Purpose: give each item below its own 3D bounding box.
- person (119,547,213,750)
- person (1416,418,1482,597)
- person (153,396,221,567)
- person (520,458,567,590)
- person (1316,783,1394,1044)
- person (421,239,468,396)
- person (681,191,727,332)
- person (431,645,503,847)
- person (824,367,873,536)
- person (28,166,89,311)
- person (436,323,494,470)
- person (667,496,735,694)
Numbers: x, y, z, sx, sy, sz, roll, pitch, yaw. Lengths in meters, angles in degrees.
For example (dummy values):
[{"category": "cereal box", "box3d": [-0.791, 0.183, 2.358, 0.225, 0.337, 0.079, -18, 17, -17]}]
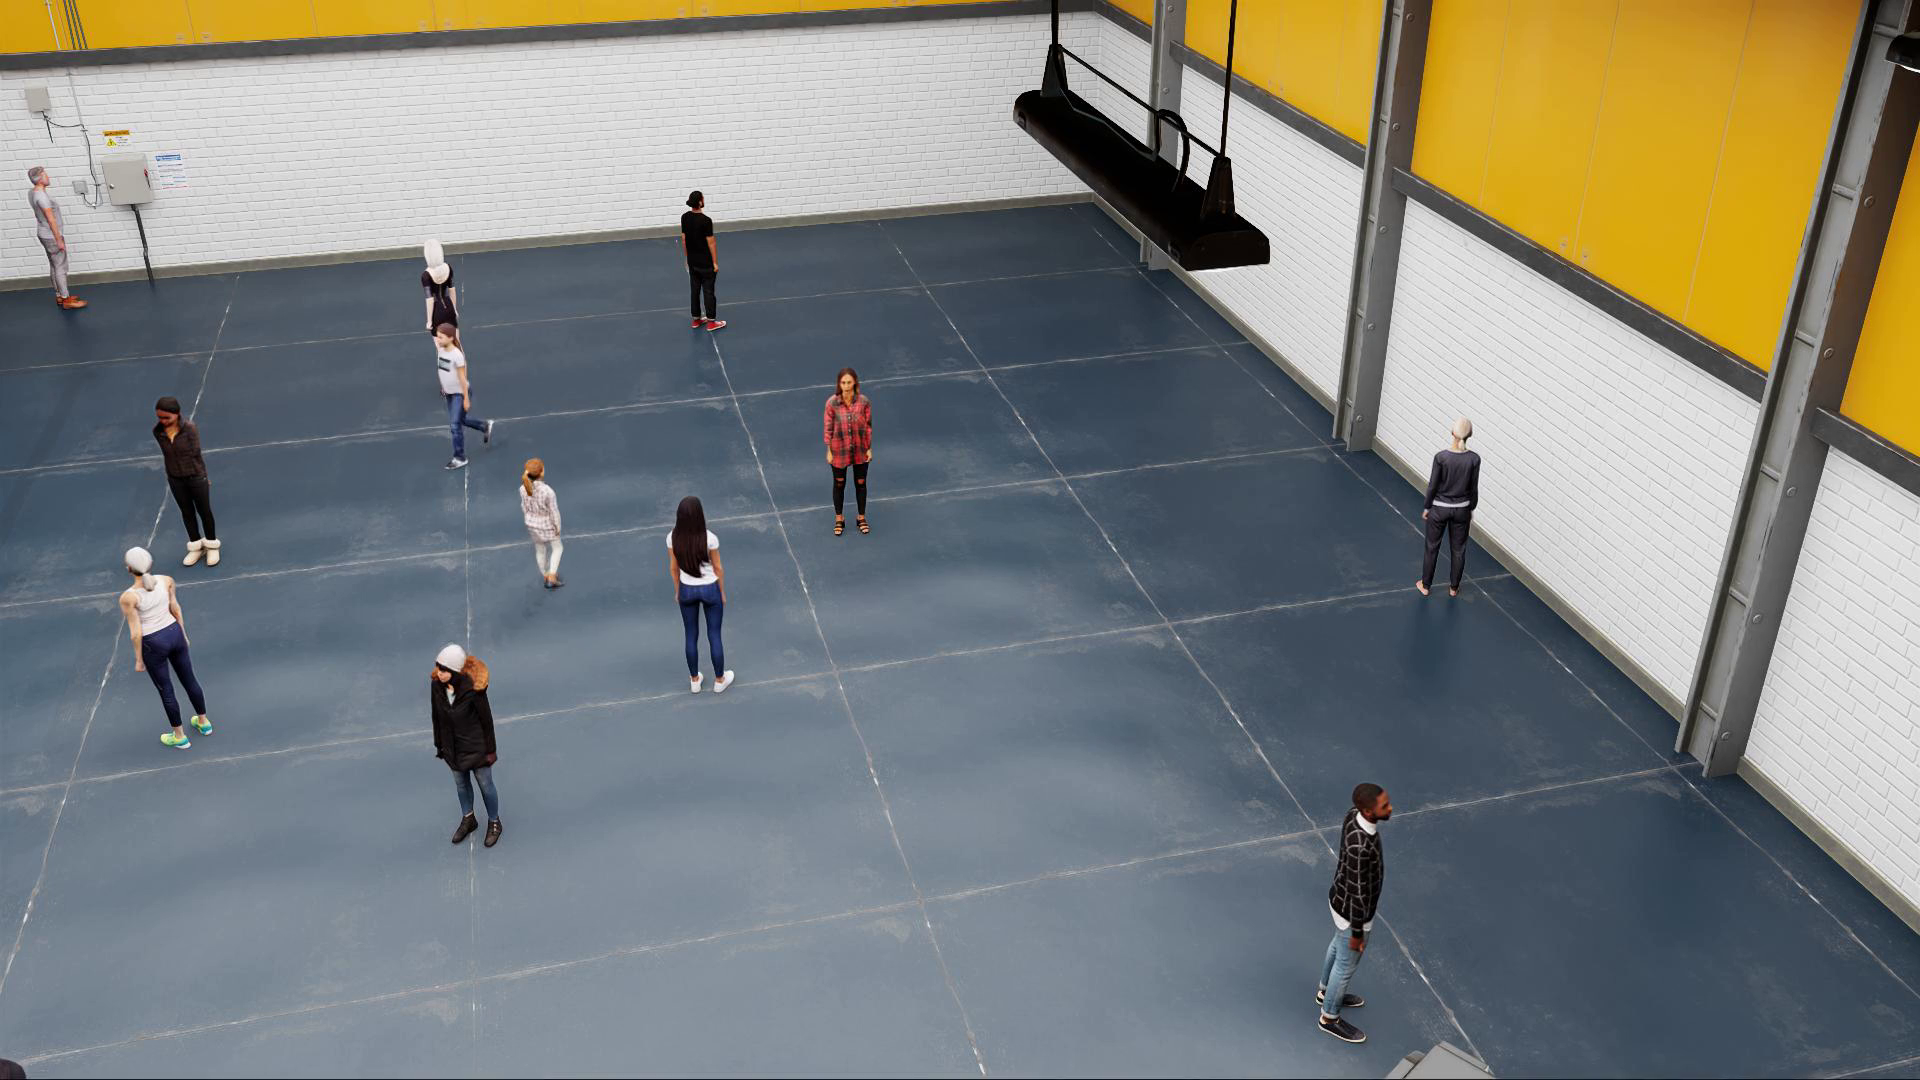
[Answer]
[{"category": "person", "box3d": [-6.144, 0.822, 12.820, 0.735, 1.701, 0.681, 17, 33, 28]}, {"category": "person", "box3d": [4.375, -0.300, 14.850, 0.681, 1.726, 0.642, 3, 29, 5]}, {"category": "person", "box3d": [-7.172, -0.587, 15.445, 0.650, 1.660, 0.603, -7, 29, -13]}, {"category": "person", "box3d": [-3.790, -0.117, 14.955, 0.653, 1.306, 0.697, 8, 30, 14]}, {"category": "person", "box3d": [2.384, 2.221, 10.131, 0.805, 1.821, 0.663, 6, 29, 10]}, {"category": "person", "box3d": [-5.856, -2.527, 18.825, 0.704, 1.830, 0.654, 17, 33, 28]}, {"category": "person", "box3d": [-3.213, -3.472, 20.633, 0.718, 1.758, 0.776, 15, 32, 26]}, {"category": "person", "box3d": [-3.489, 1.435, 11.764, 0.728, 1.635, 0.745, 6, 29, 11]}, {"category": "person", "box3d": [-1.057, -0.855, 15.892, 0.635, 1.703, 0.576, -4, 29, -7]}, {"category": "person", "box3d": [-11.645, -3.881, 21.309, 0.828, 1.827, 0.669, -24, 36, -36]}, {"category": "person", "box3d": [-5.191, -1.548, 17.323, 0.931, 1.548, 0.923, 20, 35, 32]}, {"category": "person", "box3d": [-2.103, 0.445, 13.433, 0.657, 1.775, 0.642, 4, 29, 7]}]
